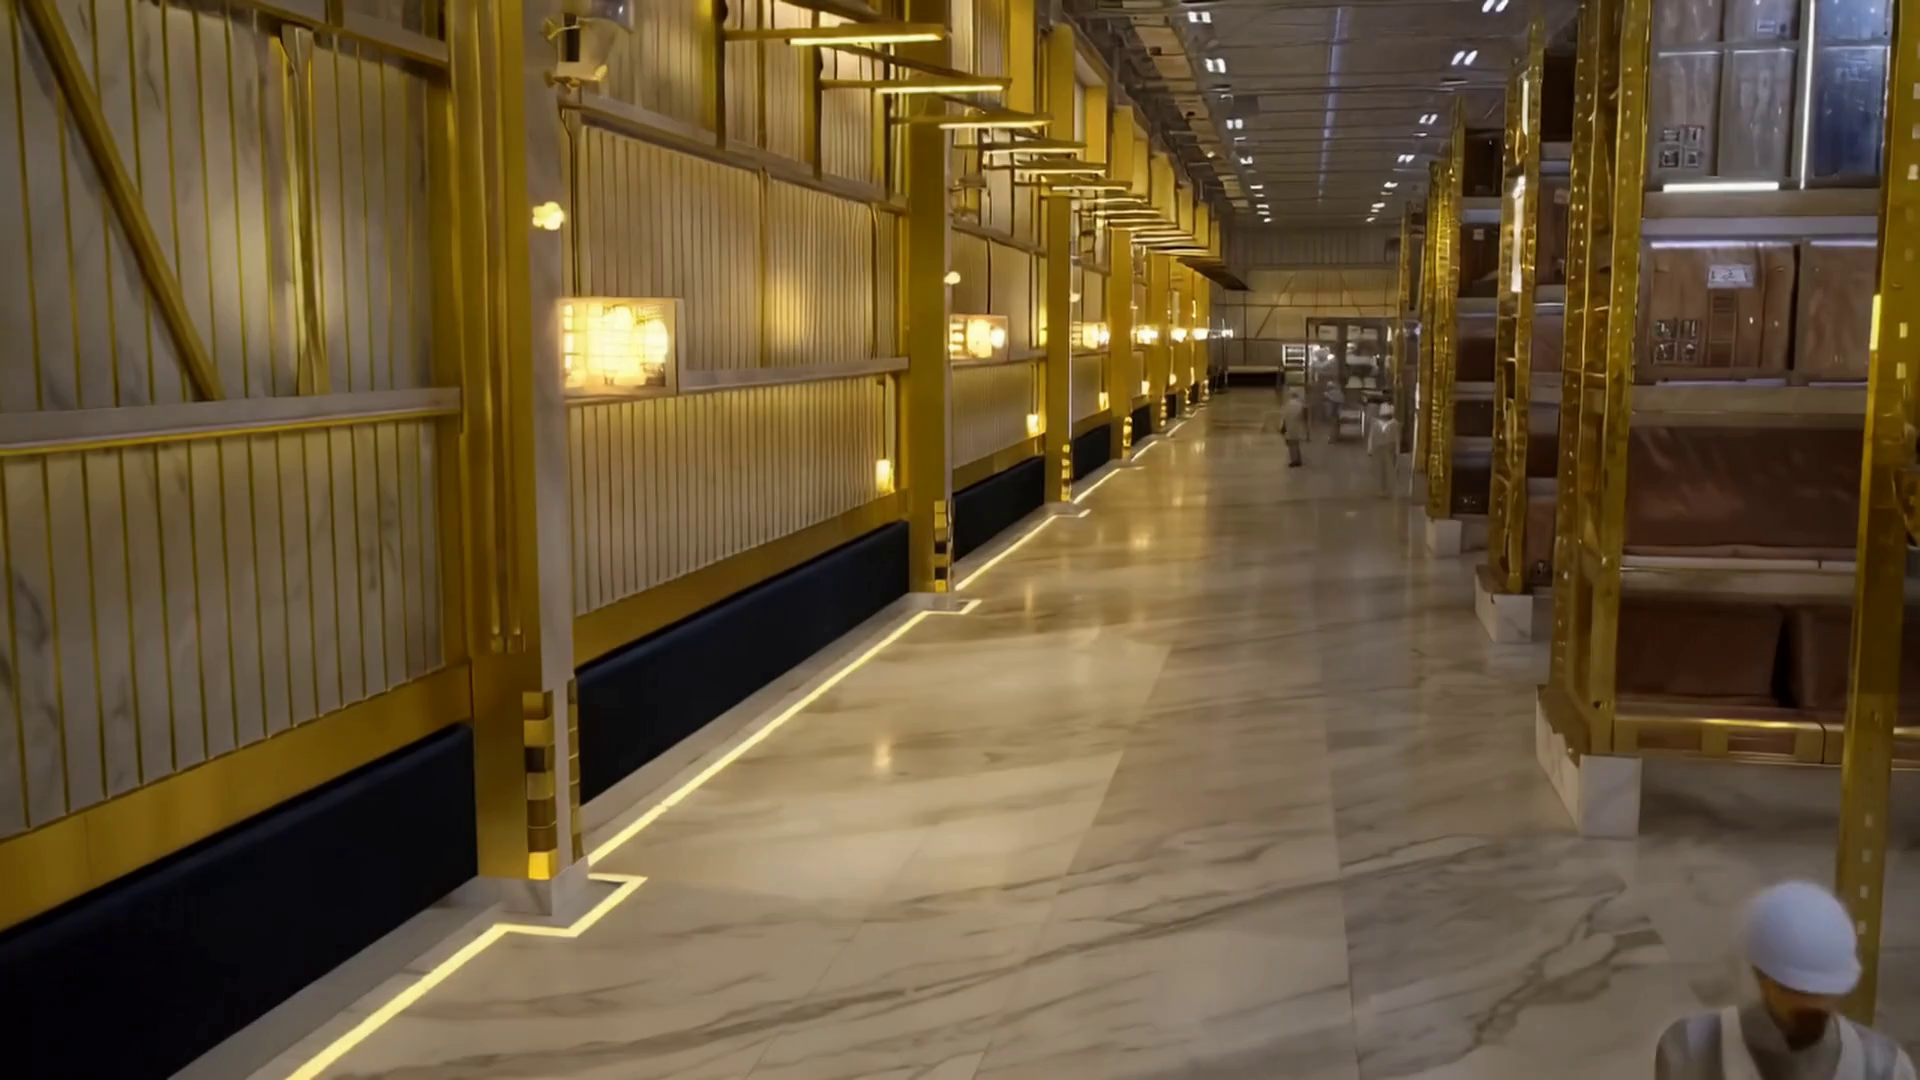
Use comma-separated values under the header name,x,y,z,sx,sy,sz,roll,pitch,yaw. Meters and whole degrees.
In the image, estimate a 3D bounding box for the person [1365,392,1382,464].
name,x,y,z,sx,sy,sz,roll,pitch,yaw
person,9.761,-2.641,39.175,0.487,1.714,0.843,7,10,44

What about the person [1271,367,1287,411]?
name,x,y,z,sx,sy,sz,roll,pitch,yaw
person,12.077,-5.661,62.990,0.599,1.808,0.812,0,7,-1

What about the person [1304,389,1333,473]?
name,x,y,z,sx,sy,sz,roll,pitch,yaw
person,7.996,-2.439,37.049,0.652,1.855,1.004,-3,8,-26

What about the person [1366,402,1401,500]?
name,x,y,z,sx,sy,sz,roll,pitch,yaw
person,7.819,-1.641,30.751,0.610,1.808,0.603,3,8,25

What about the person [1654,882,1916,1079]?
name,x,y,z,sx,sy,sz,roll,pitch,yaw
person,1.856,1.698,3.719,0.572,1.884,0.972,1,7,8

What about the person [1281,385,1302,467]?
name,x,y,z,sx,sy,sz,roll,pitch,yaw
person,7.674,-2.604,38.207,0.622,1.892,0.482,-5,9,-34
